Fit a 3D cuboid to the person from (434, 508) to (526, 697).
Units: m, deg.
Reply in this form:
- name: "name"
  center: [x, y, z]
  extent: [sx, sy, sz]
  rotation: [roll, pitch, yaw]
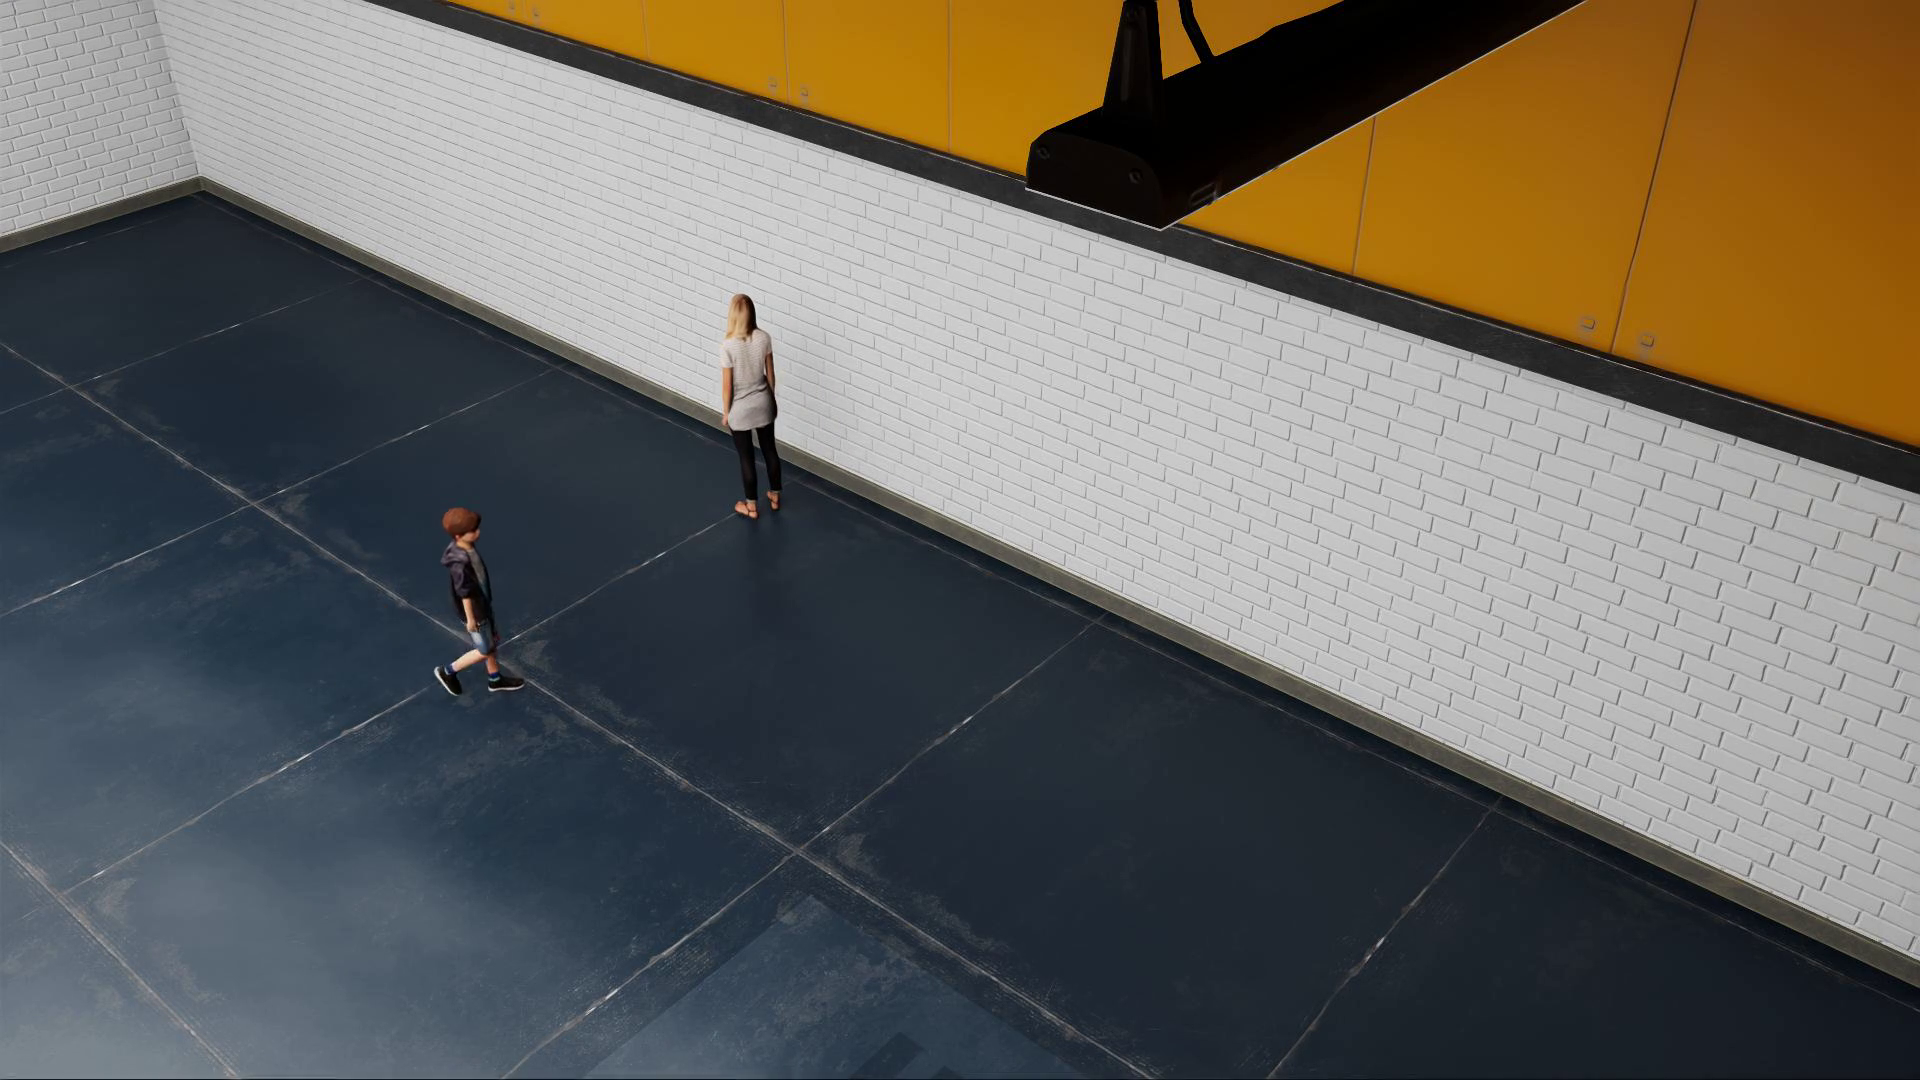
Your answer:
- name: "person"
  center: [-3.187, 0.423, 10.722]
  extent: [0.865, 1.435, 0.788]
  rotation: [-5, 34, -8]

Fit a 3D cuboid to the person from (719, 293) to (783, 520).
- name: "person"
  center: [-1.570, -0.998, 12.507]
  extent: [0.565, 1.825, 0.724]
  rotation: [-20, 39, -28]
